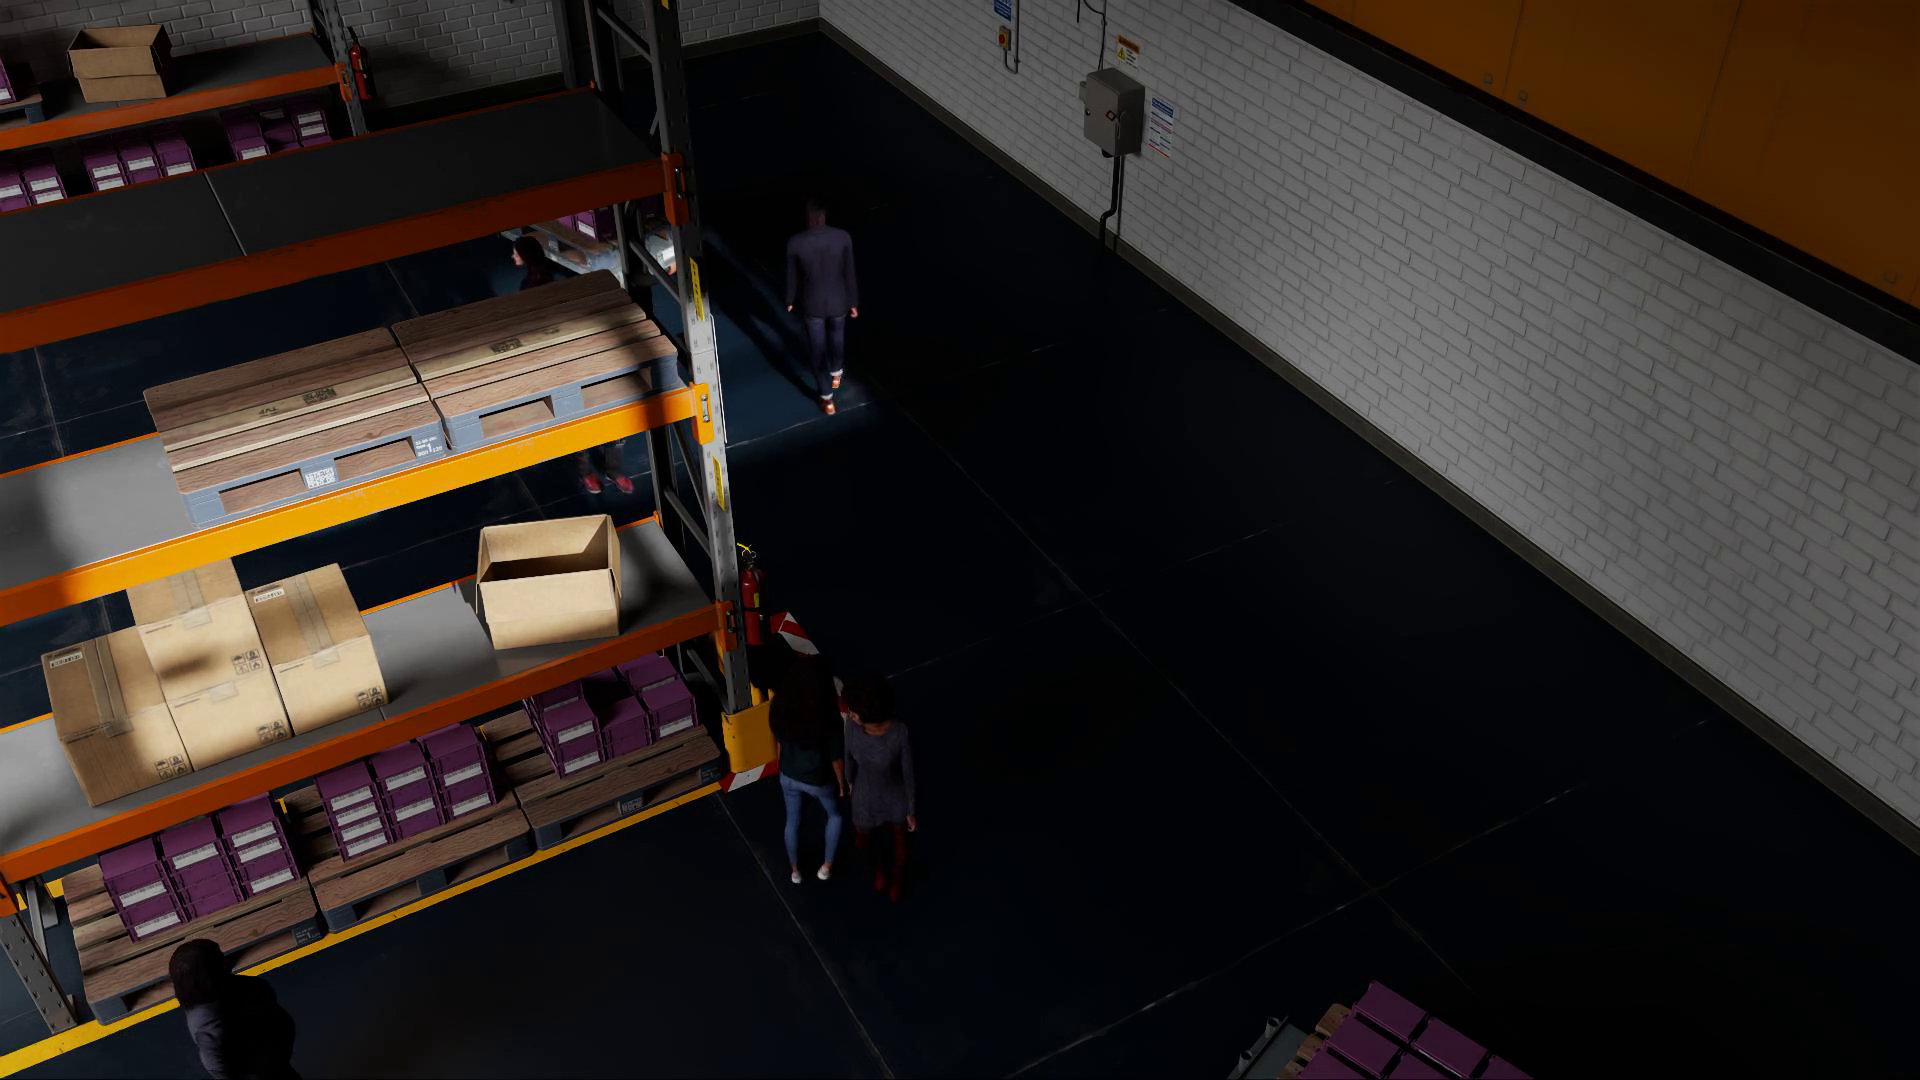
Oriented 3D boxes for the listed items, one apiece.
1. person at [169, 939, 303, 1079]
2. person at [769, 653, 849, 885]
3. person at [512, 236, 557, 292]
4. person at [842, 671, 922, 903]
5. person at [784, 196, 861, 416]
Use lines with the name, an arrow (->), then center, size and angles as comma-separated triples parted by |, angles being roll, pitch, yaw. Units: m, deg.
person -> -3.456, 2.465, 7.848 | 1.050, 1.558, 0.757 | -25, 45, -28
person -> -0.841, 1.310, 9.254 | 0.702, 1.608, 0.744 | 13, 40, 16
person -> -3.101, -1.621, 12.936 | 1.182, 1.593, 0.829 | -8, 39, -9
person -> -0.395, 1.318, 9.173 | 0.733, 1.696, 0.800 | 6, 39, 7
person -> -1.054, -1.785, 12.977 | 0.917, 1.799, 0.932 | -9, 39, -11
